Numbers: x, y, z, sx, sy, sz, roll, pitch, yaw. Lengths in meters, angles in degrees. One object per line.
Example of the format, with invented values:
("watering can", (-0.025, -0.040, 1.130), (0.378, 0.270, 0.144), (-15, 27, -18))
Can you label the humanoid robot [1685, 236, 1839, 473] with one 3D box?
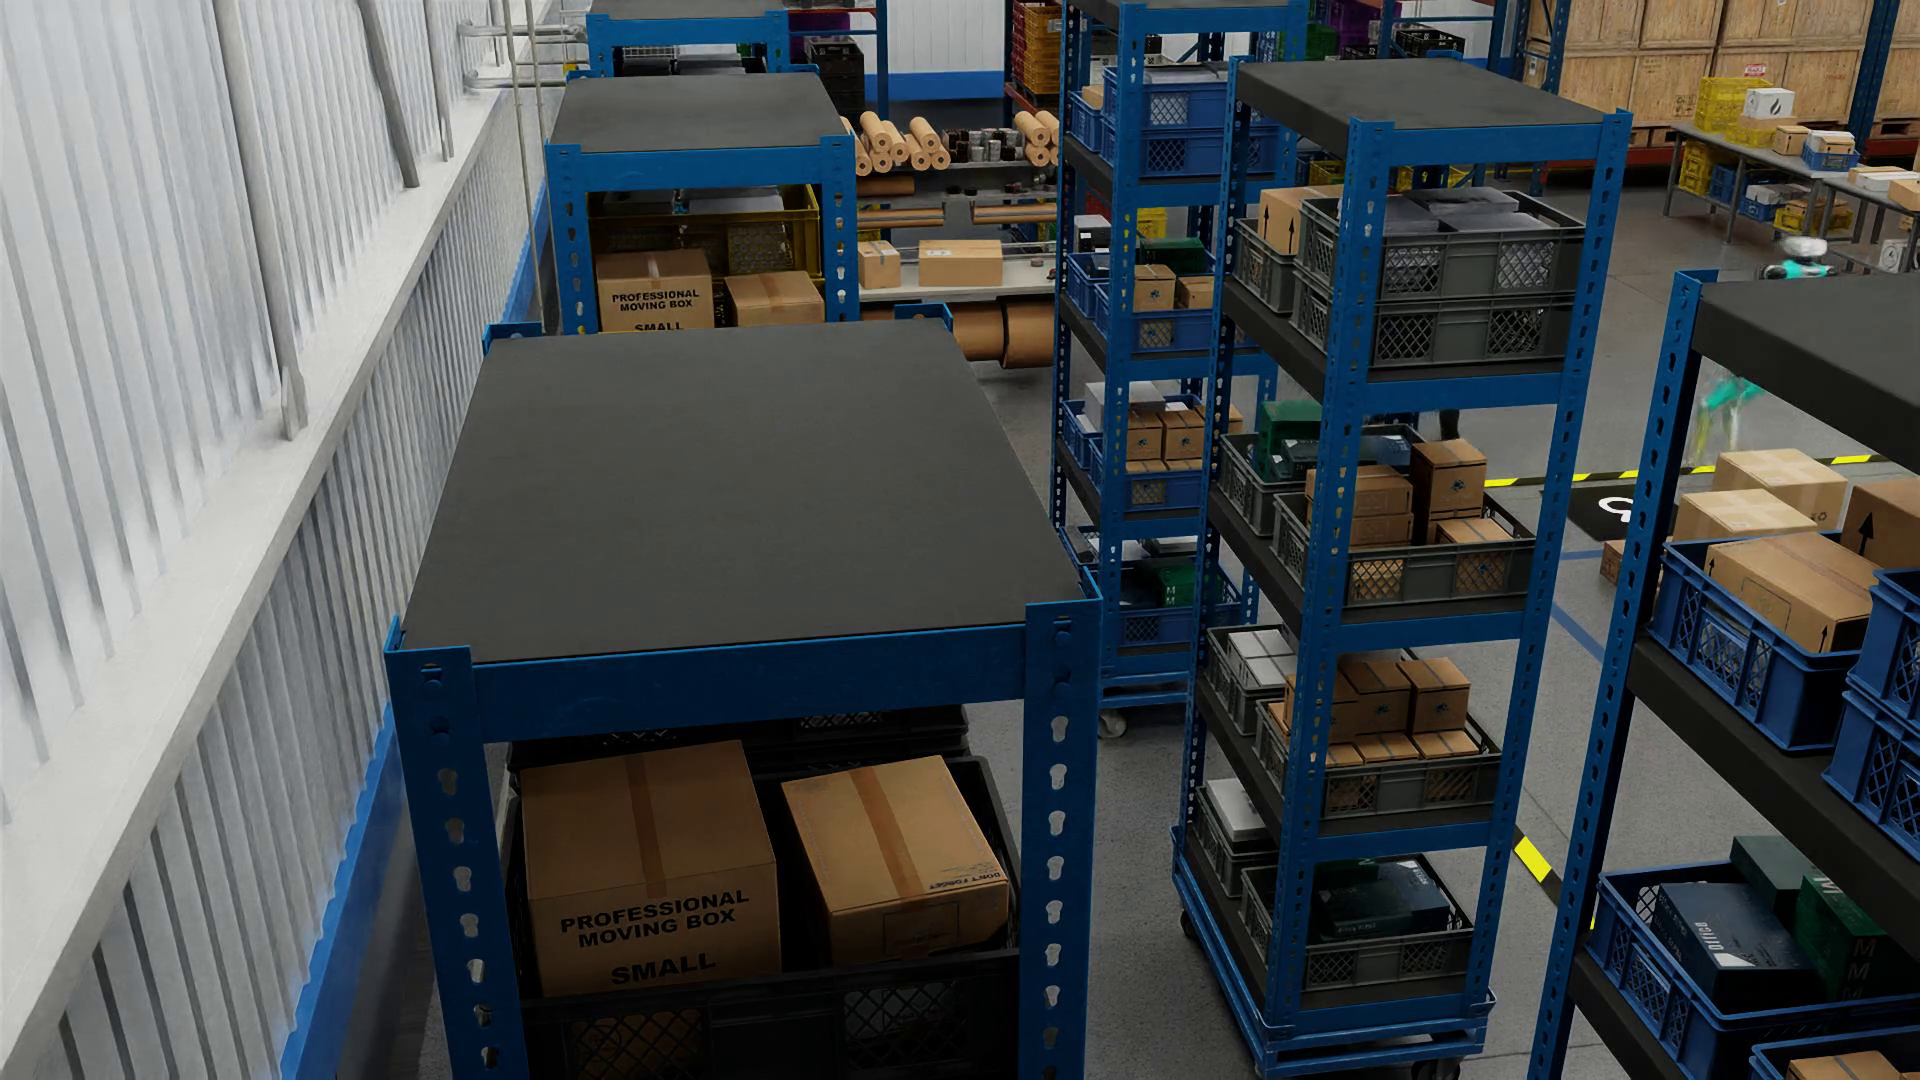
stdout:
("humanoid robot", (5.355, -1.219, 11.268), (0.563, 1.818, 0.770), (-6, 25, -13))

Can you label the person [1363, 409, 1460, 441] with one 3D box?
("person", (3.243, -1.397, 11.470), (0.852, 1.825, 0.585), (-7, 26, -14))
